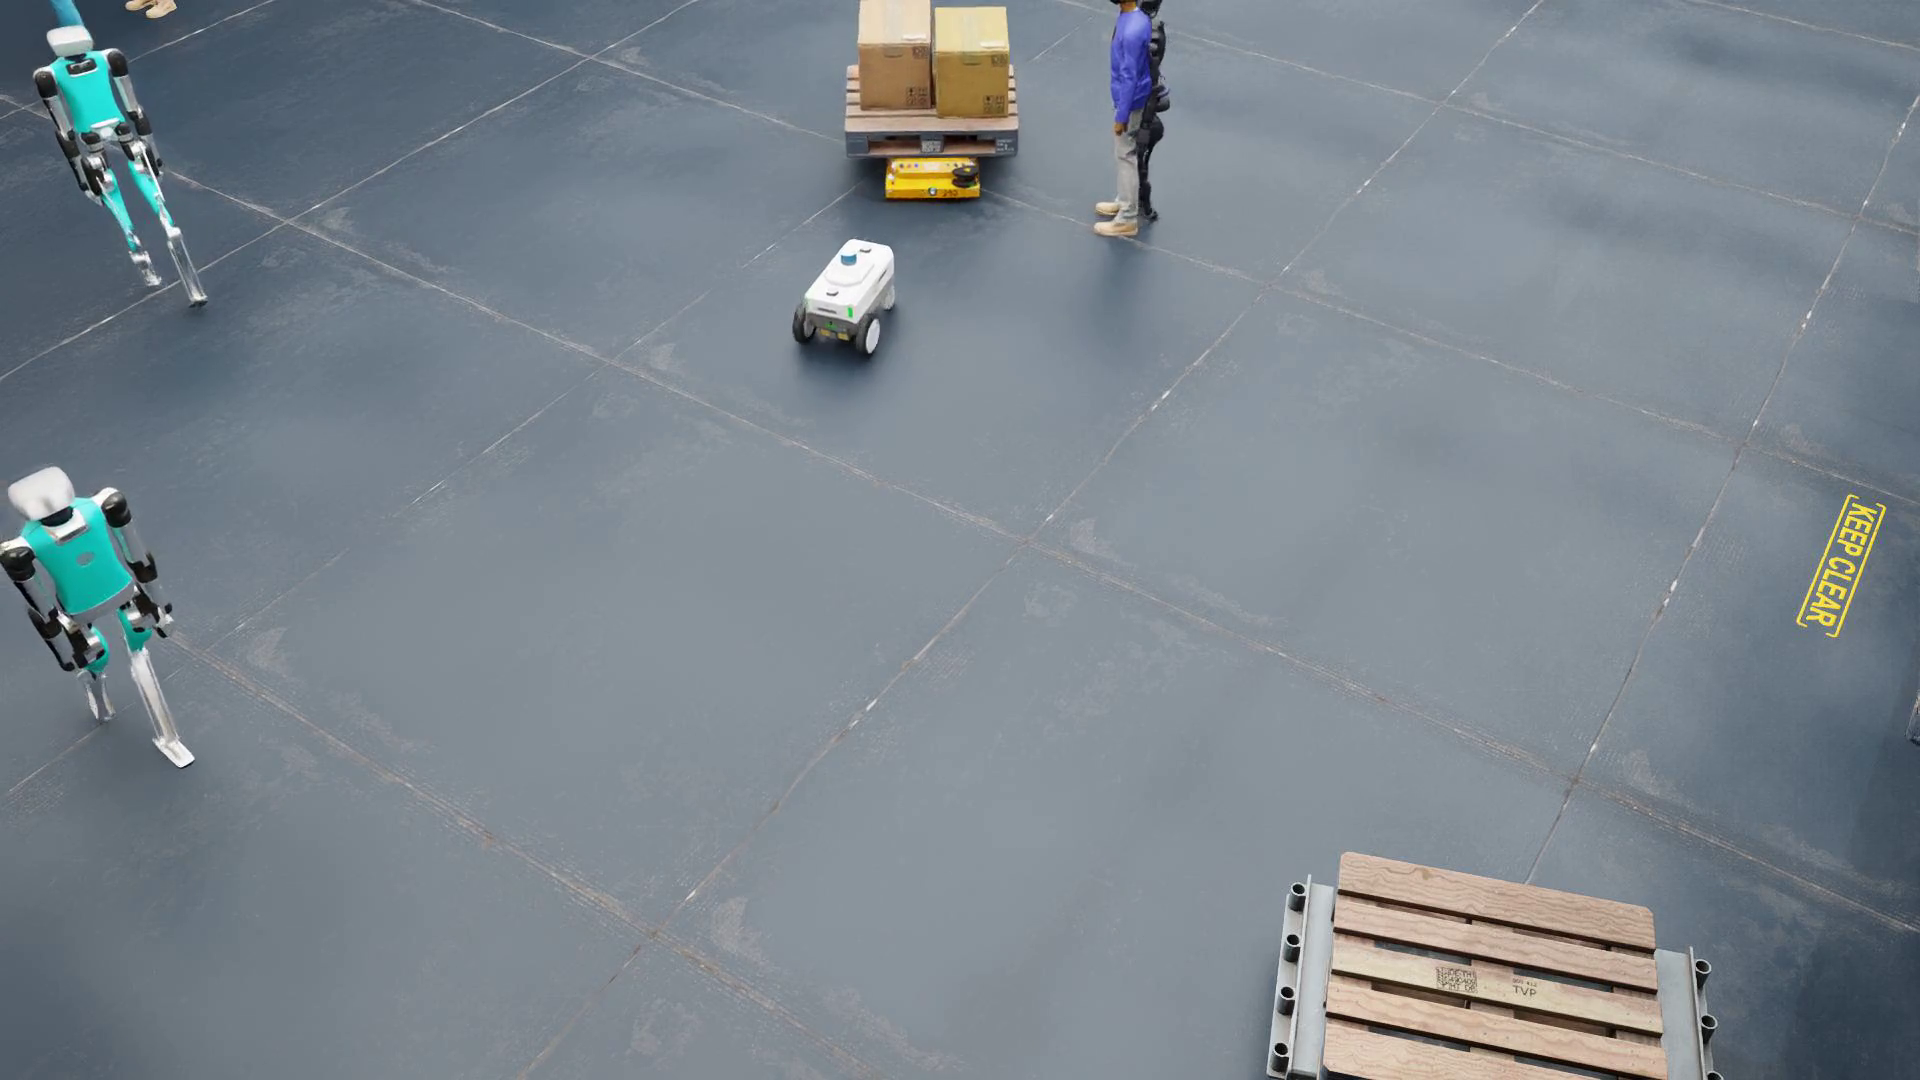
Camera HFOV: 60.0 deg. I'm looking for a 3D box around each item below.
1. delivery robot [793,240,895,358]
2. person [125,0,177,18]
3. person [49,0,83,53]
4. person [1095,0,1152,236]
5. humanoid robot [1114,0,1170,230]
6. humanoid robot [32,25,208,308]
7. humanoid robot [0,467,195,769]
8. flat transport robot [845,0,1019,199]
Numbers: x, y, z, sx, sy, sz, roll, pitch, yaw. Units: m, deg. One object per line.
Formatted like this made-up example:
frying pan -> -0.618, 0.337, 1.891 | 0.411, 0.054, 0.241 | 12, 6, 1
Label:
delivery robot -> -0.683, -1.512, 10.268 | 0.499, 0.610, 0.814 | 14, 44, 15
person -> -6.748, -5.085, 13.360 | 0.497, 1.745, 0.307 | 25, 48, 26
person -> -7.028, -4.531, 12.669 | 0.383, 1.845, 0.563 | -22, 46, -22
person -> 1.057, -2.862, 10.790 | 0.377, 1.866, 0.468 | 4, 42, 5
humanoid robot -> 1.207, -2.833, 10.893 | 0.359, 1.647, 0.602 | -7, 42, -8
humanoid robot -> -4.998, -2.142, 10.107 | 0.533, 1.778, 0.976 | -31, 50, -30
humanoid robot -> -3.872, 0.320, 7.382 | 0.840, 1.856, 0.547 | 31, 50, 30
flat transport robot -> -0.208, -2.907, 12.032 | 0.659, 0.231, 1.431 | -1, 42, -1
